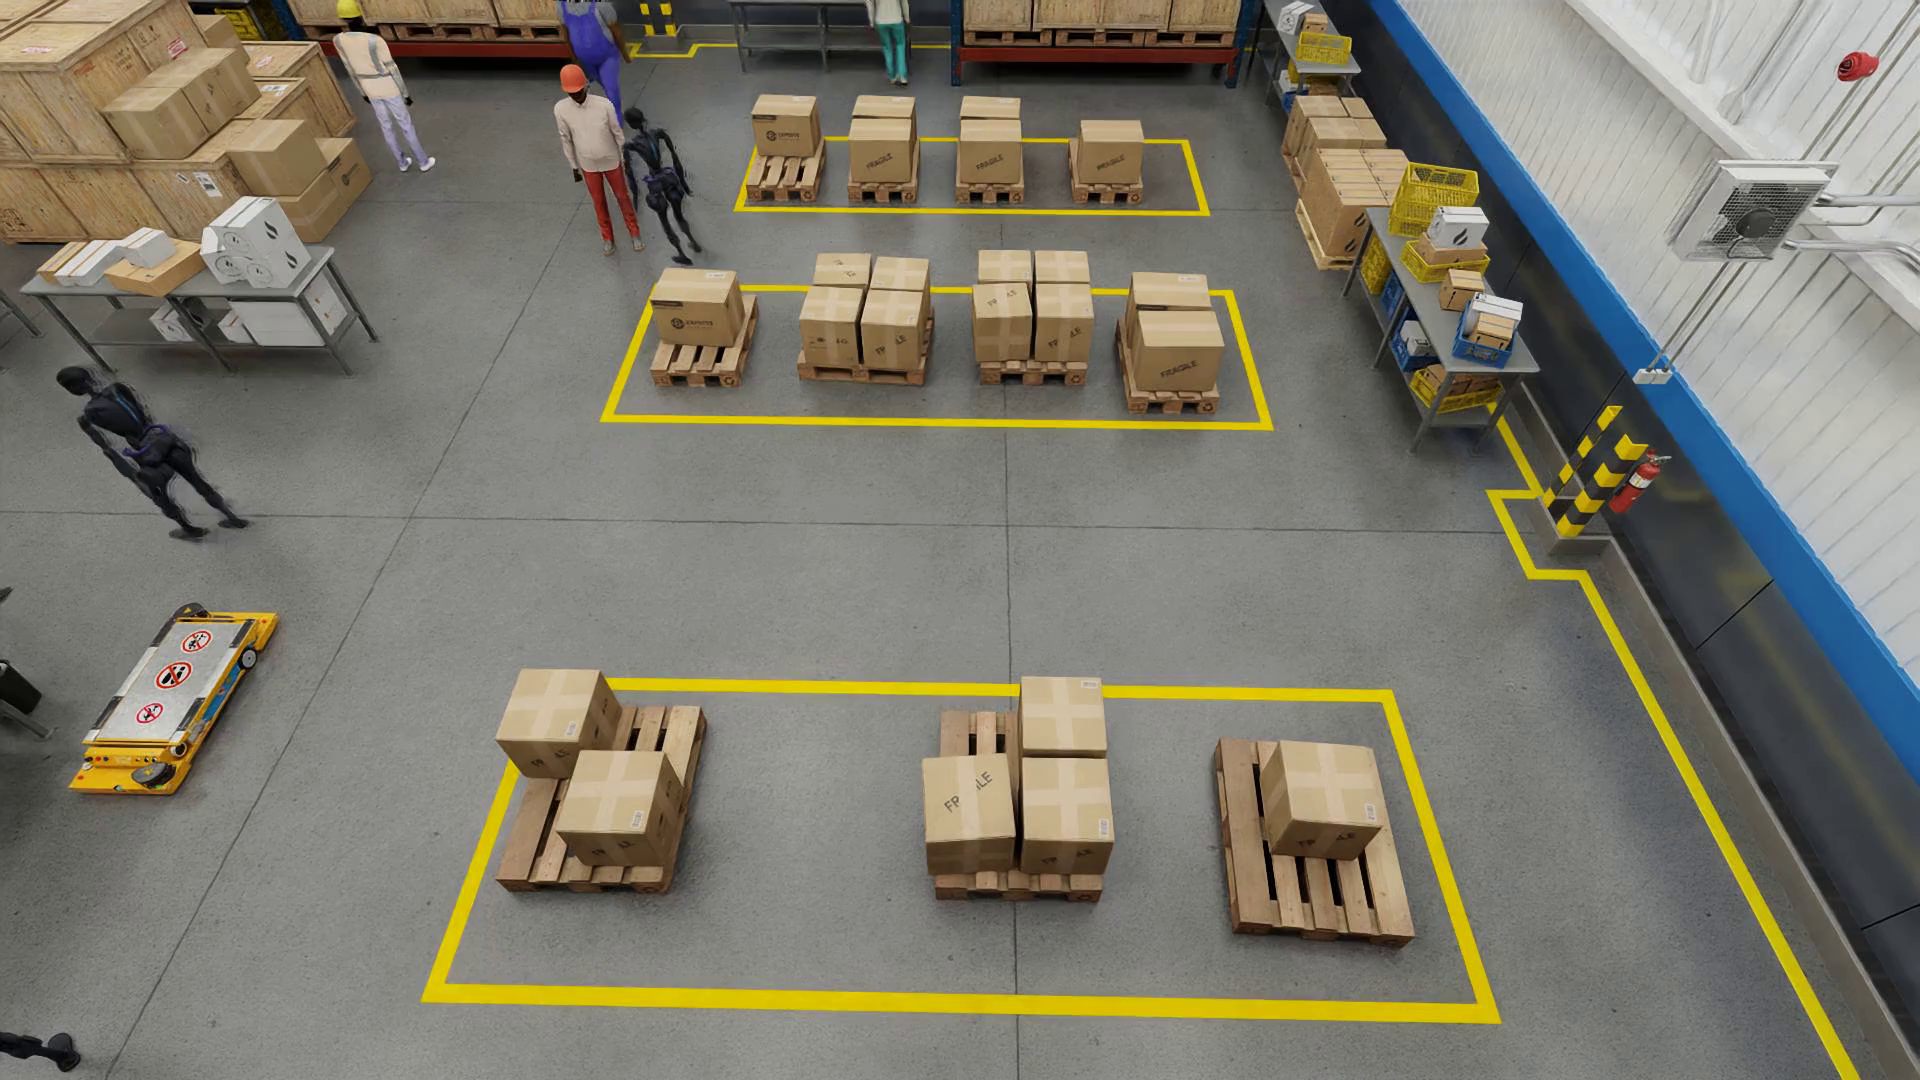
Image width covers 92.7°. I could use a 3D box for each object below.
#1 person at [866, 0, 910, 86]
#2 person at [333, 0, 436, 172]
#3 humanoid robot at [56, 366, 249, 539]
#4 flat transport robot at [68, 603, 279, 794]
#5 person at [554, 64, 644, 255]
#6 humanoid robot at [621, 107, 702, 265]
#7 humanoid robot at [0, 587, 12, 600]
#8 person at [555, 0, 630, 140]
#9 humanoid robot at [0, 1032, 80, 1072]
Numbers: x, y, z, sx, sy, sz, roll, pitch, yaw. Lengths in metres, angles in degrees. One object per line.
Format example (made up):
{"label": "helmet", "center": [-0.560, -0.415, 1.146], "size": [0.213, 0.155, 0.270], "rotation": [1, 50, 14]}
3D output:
{"label": "person", "center": [-0.960, -7.016, 12.351], "size": [0.573, 1.718, 0.431], "rotation": [-4, 50, -3]}
{"label": "person", "center": [-6.785, -5.303, 10.777], "size": [0.583, 1.920, 0.394], "rotation": [-1, 50, -1]}
{"label": "humanoid robot", "center": [-6.209, -0.644, 6.995], "size": [0.632, 1.635, 0.574], "rotation": [3, 50, 3]}
{"label": "flat transport robot", "center": [-5.504, 1.072, 6.442], "size": [0.652, 0.197, 1.431], "rotation": [1, 50, 1]}
{"label": "person", "center": [-3.761, -3.936, 9.569], "size": [0.621, 1.989, 0.397], "rotation": [-10, 51, -9]}
{"label": "humanoid robot", "center": [-3.123, -3.673, 9.562], "size": [0.480, 1.633, 0.600], "rotation": [36, 58, 26]}
{"label": "humanoid robot", "center": [-7.521, 0.082, 6.386], "size": [0.618, 1.647, 0.541], "rotation": [18, 52, 15]}
{"label": "person", "center": [-4.527, -6.173, 11.431], "size": [0.723, 2.000, 1.025], "rotation": [6, 50, 5]}
{"label": "humanoid robot", "center": [-5.059, 2.415, 4.392], "size": [0.327, 1.657, 0.589], "rotation": [18, 52, 15]}
